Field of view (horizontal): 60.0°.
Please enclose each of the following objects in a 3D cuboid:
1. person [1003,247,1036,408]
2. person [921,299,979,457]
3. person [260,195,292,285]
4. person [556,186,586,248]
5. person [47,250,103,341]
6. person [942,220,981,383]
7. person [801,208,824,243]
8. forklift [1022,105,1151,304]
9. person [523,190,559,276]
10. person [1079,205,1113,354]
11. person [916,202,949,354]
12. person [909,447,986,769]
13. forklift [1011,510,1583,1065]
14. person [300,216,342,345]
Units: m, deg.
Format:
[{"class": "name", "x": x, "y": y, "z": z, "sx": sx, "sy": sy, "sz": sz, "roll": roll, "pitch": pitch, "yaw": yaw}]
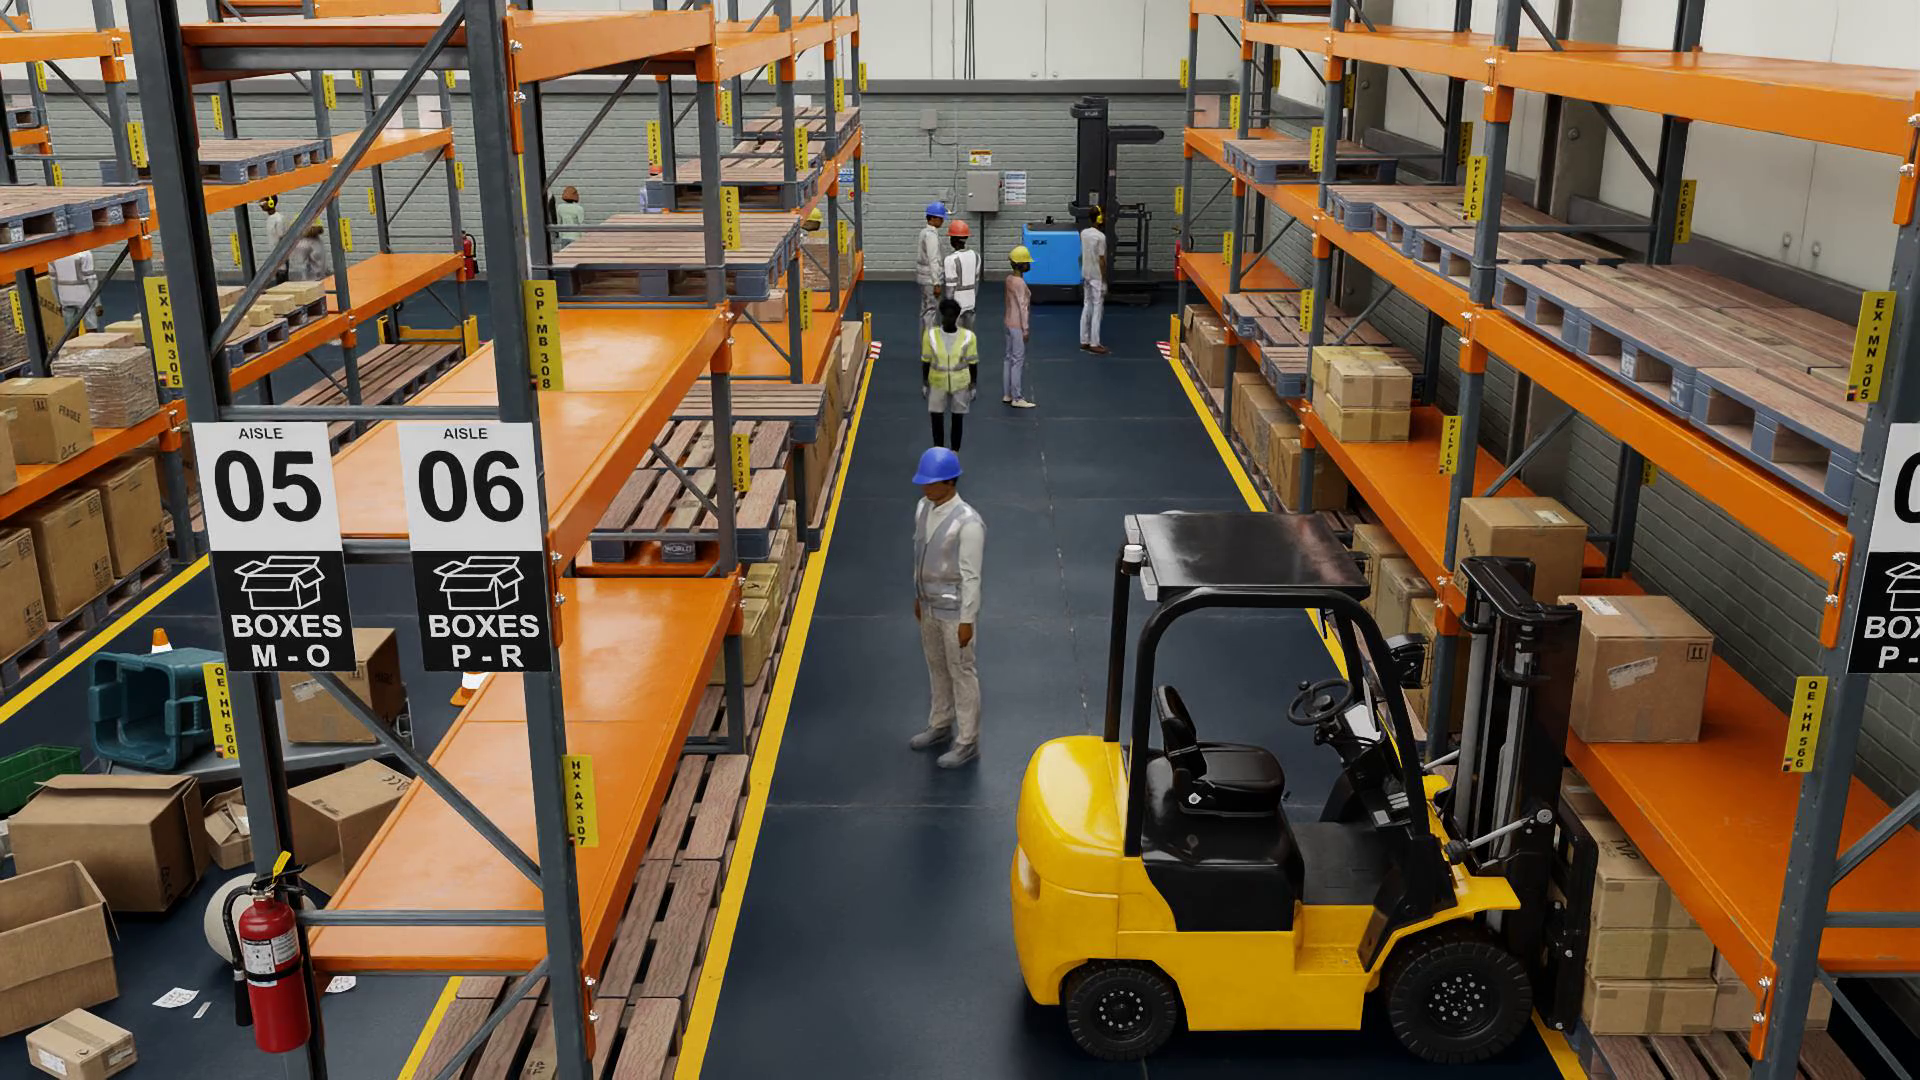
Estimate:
[{"class": "person", "x": 0.651, "y": -2.345, "z": 18.331, "sx": 0.313, "sy": 1.768, "sz": 0.528, "roll": -6, "pitch": 19, "yaw": -17}, {"class": "person", "x": -0.095, "y": -1.420, "z": 15.658, "sx": 0.553, "sy": 1.671, "sz": 0.683, "roll": 0, "pitch": 18, "yaw": 0}, {"class": "person", "x": -9.262, "y": -3.800, "z": 22.587, "sx": 0.340, "sy": 1.866, "sz": 0.521, "roll": -12, "pitch": 22, "yaw": -33}, {"class": "person", "x": -5.864, "y": -4.537, "z": 25.177, "sx": 0.500, "sy": 1.627, "sz": 0.279, "roll": 8, "pitch": 20, "yaw": 24}, {"class": "person", "x": -10.334, "y": -2.813, "z": 19.495, "sx": 0.544, "sy": 1.929, "sz": 0.387, "roll": 1, "pitch": 18, "yaw": 4}, {"class": "person", "x": -0.010, "y": -2.701, "z": 19.135, "sx": 0.358, "sy": 1.938, "sz": 0.542, "roll": 15, "pitch": 23, "yaw": 38}, {"class": "person", "x": -1.924, "y": -3.476, "z": 21.807, "sx": 0.324, "sy": 1.730, "sz": 0.491, "roll": -1, "pitch": 18, "yaw": -3}, {"class": "forklift", "x": 1.857, "y": -4.944, "z": 24.441, "sx": 1.873, "sy": 2.768, "sz": 1.129, "roll": 0, "pitch": 18, "yaw": 0}, {"class": "person", "x": -6.454, "y": -4.744, "z": 25.522, "sx": 0.636, "sy": 1.798, "sz": 0.898, "roll": 0, "pitch": 18, "yaw": -1}, {"class": "person", "x": 1.710, "y": -3.287, "z": 21.068, "sx": 0.302, "sy": 1.851, "sz": 0.629, "roll": -12, "pitch": 22, "yaw": -32}, {"class": "person", "x": -0.340, "y": -3.235, "z": 20.749, "sx": 0.401, "sy": 1.938, "sz": 0.602, "roll": -4, "pitch": 19, "yaw": -11}, {"class": "person", "x": -0.092, "y": 0.382, "z": 9.815, "sx": 0.407, "sy": 1.939, "sz": 0.609, "roll": -12, "pitch": 22, "yaw": -32}, {"class": "forklift", "x": 1.387, "y": 1.055, "z": 7.378, "sx": 2.313, "sy": 2.155, "sz": 1.214, "roll": 0, "pitch": 18, "yaw": 0}, {"class": "person", "x": -8.389, "y": -3.377, "z": 21.529, "sx": 0.826, "sy": 1.706, "sz": 0.493, "roll": 2, "pitch": 18, "yaw": 5}]
